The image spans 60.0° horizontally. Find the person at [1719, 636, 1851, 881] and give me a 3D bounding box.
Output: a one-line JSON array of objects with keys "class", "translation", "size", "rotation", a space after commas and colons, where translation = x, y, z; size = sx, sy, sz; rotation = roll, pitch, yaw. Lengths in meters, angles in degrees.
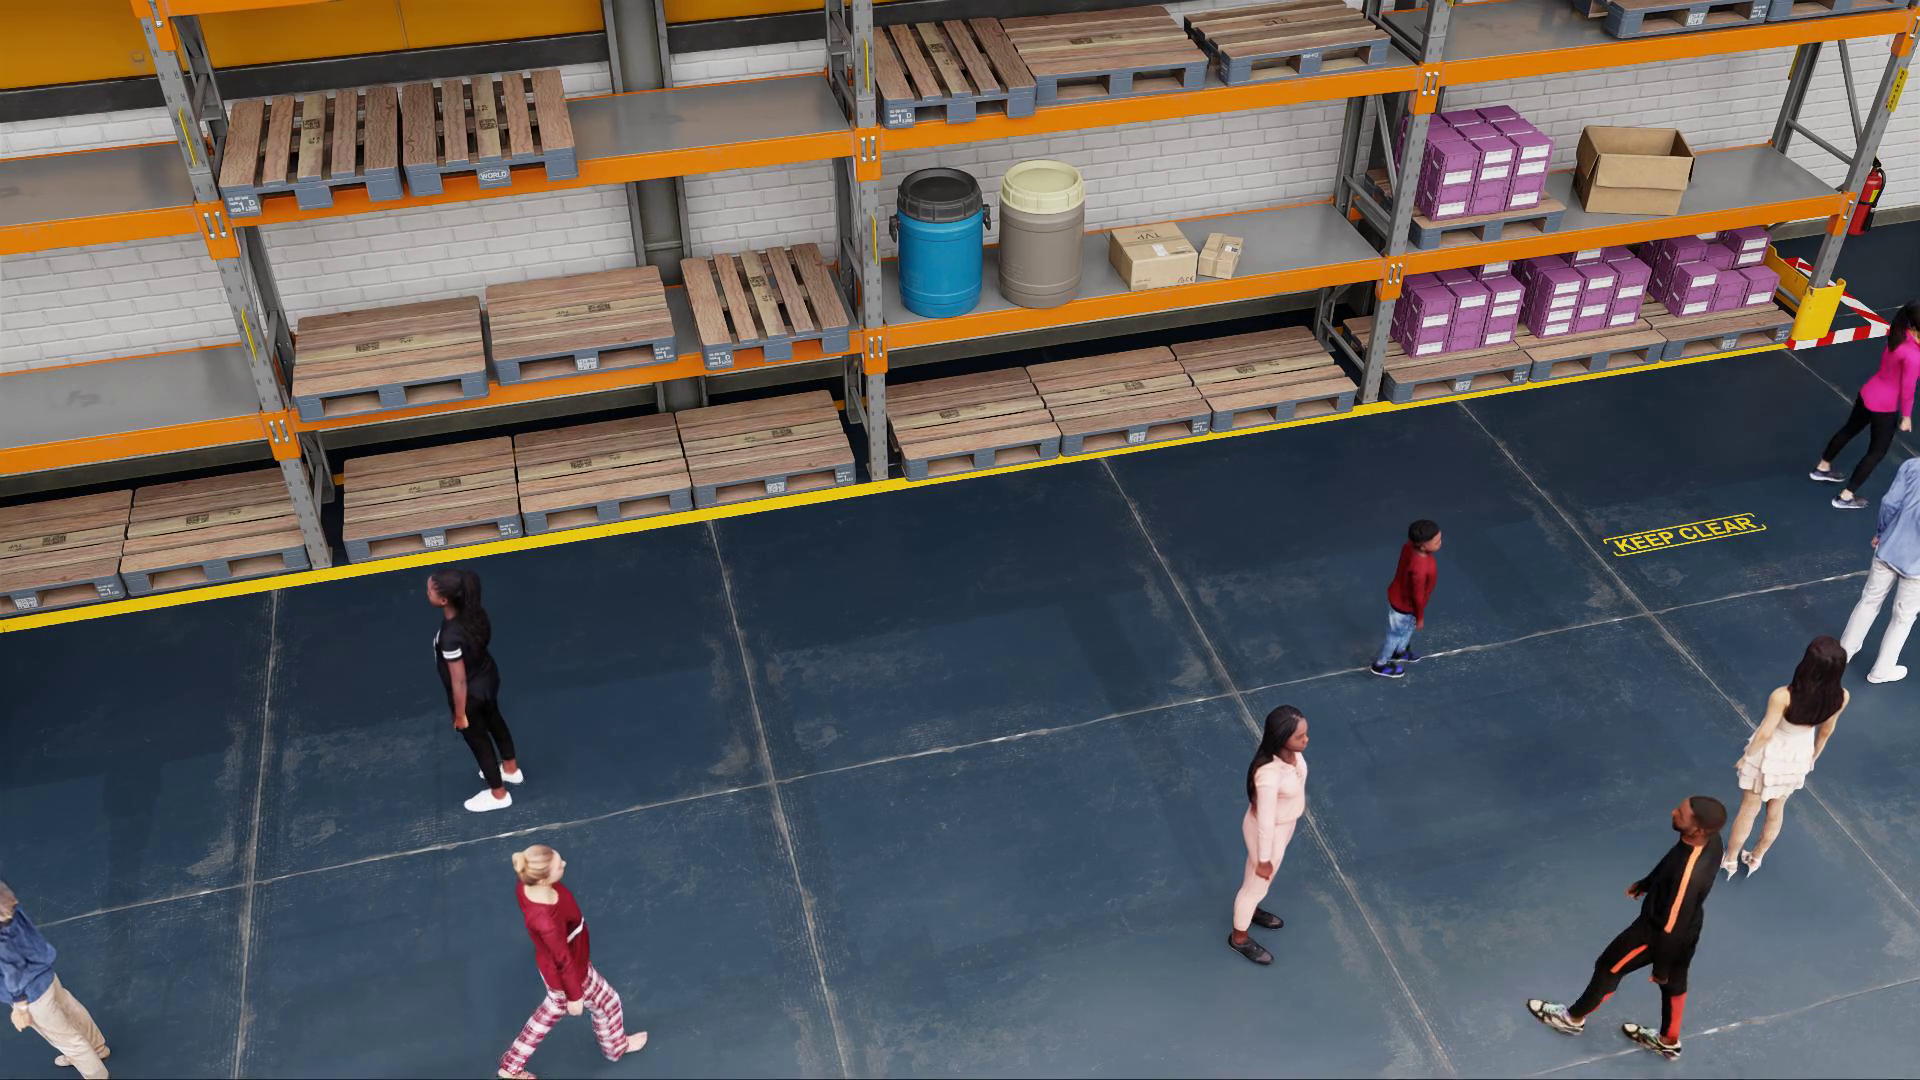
[{"class": "person", "translation": [4.427, 1.201, 8.982], "size": [0.530, 1.736, 0.673], "rotation": [-1, 39, -2]}]

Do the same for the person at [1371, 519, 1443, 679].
[{"class": "person", "translation": [2.736, 0.367, 10.419], "size": [0.631, 1.246, 0.593], "rotation": [2, 39, 2]}]

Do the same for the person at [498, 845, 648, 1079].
[{"class": "person", "translation": [-1.965, 2.054, 7.967], "size": [1.048, 1.668, 0.789], "rotation": [-20, 43, -23]}]

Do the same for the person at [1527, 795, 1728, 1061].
[{"class": "person", "translation": [3.508, 1.923, 8.044], "size": [1.051, 1.778, 1.034], "rotation": [26, 46, 29]}]

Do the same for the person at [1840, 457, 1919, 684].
[{"class": "person", "translation": [5.874, 0.079, 10.265], "size": [0.665, 1.888, 0.710], "rotation": [-21, 43, -24]}]

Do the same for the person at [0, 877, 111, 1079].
[{"class": "person", "translation": [-4.423, 2.088, 7.910], "size": [0.621, 1.698, 0.655], "rotation": [-17, 42, -20]}]

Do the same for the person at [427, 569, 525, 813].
[{"class": "person", "translation": [-2.753, 0.831, 9.450], "size": [0.677, 1.730, 0.683], "rotation": [1, 39, 1]}]

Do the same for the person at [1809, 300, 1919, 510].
[{"class": "person", "translation": [6.476, -0.948, 11.737], "size": [0.687, 1.666, 0.727], "rotation": [-7, 39, -8]}]

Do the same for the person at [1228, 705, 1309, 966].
[{"class": "person", "translation": [1.600, 1.505, 8.614], "size": [0.737, 1.721, 0.704], "rotation": [15, 41, 18]}]
